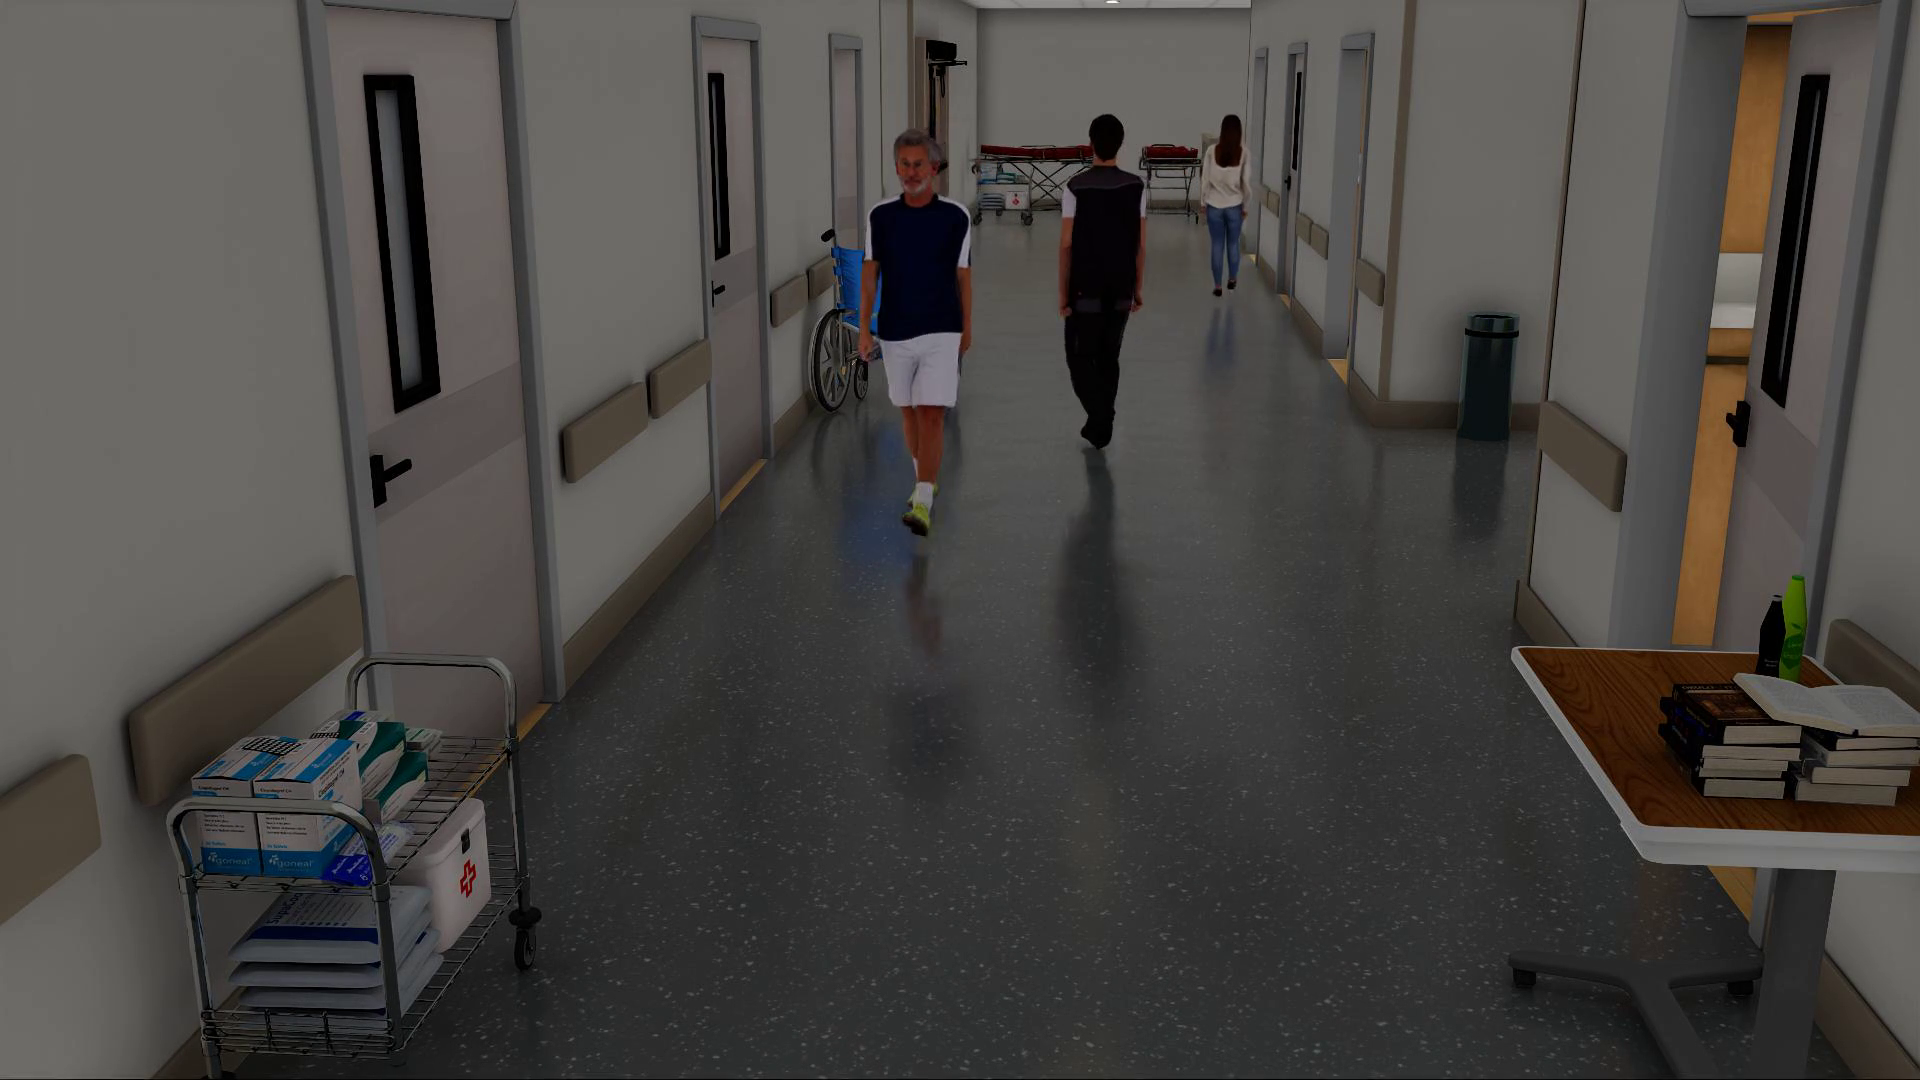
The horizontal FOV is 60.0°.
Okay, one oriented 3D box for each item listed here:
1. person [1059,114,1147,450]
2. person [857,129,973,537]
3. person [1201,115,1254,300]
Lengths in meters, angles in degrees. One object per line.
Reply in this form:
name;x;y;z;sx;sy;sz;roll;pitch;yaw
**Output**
person;0.792;-1.366;9.097;0.829;1.830;1.070;-3;16;-11
person;-0.177;-0.950;7.707;0.731;1.783;1.194;3;16;11
person;2.444;-3.033;15.344;0.676;1.649;1.050;2;16;8
